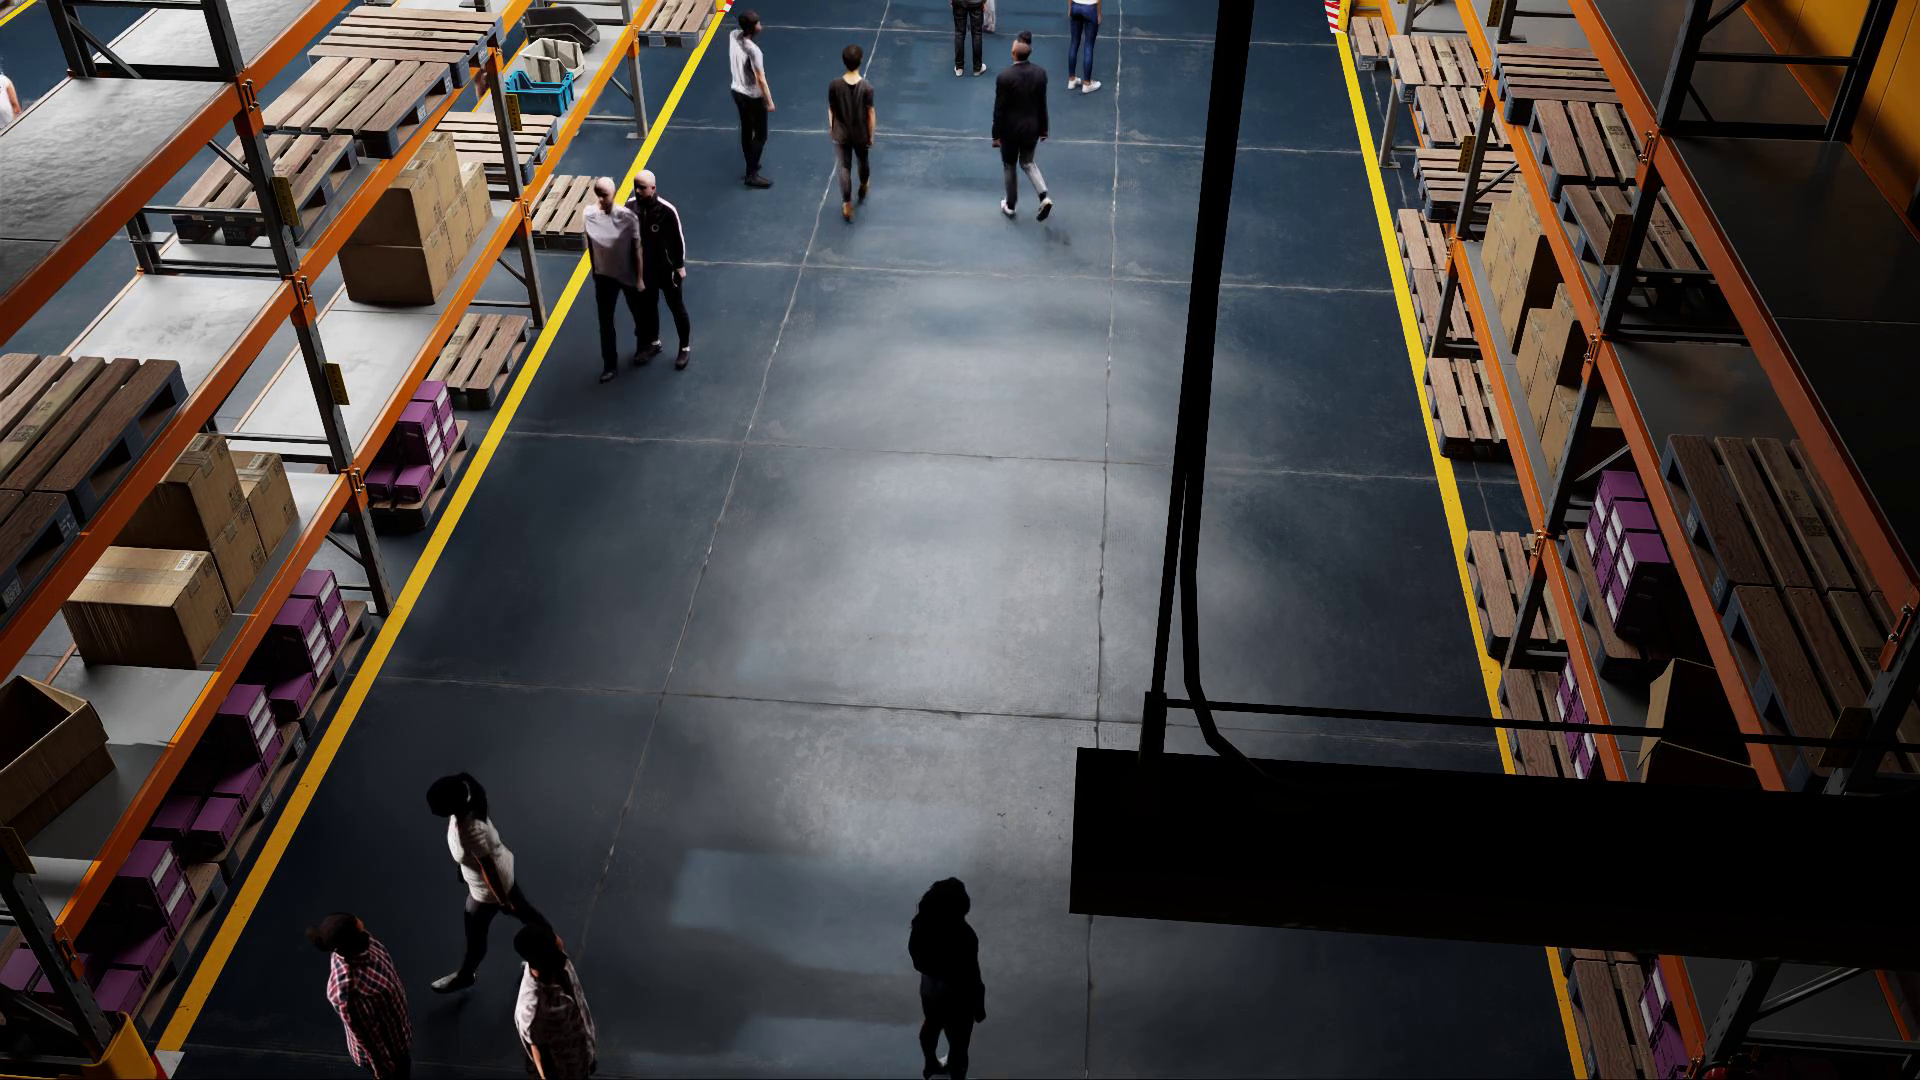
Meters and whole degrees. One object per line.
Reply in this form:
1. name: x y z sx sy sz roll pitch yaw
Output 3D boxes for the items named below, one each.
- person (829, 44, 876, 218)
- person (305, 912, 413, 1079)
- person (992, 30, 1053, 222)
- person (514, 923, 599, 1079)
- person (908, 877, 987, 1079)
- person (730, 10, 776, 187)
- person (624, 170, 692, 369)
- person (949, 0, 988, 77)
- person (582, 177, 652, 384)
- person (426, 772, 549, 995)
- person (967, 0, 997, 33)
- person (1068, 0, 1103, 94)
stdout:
1. person: -1.094 -4.025 16.520 0.648 1.680 1.042 2 39 3
2. person: -2.903 2.460 8.335 0.837 1.761 0.690 -12 40 -14
3. person: 0.650 -3.990 16.275 1.016 1.930 1.141 -18 42 -21
4. person: -1.992 2.504 8.237 0.743 1.814 0.504 0 39 0
5. person: -0.062 2.341 8.595 0.728 1.622 0.671 -29 47 -31
6. person: -2.184 -4.577 17.091 0.845 1.829 0.907 24 44 27
7. person: -2.590 -2.343 14.288 0.732 1.835 0.663 12 40 14
8. person: 0.094 -6.253 19.240 0.620 1.765 0.538 5 39 6
9. person: -2.889 -2.323 14.292 0.751 1.800 1.035 7 39 8
10. person: -2.509 1.859 9.215 0.908 1.600 1.006 -14 41 -17
11. person: 0.276 -6.991 20.180 0.832 1.747 0.727 15 41 17
12. person: 1.408 -5.984 18.897 0.672 1.774 0.691 26 46 29
